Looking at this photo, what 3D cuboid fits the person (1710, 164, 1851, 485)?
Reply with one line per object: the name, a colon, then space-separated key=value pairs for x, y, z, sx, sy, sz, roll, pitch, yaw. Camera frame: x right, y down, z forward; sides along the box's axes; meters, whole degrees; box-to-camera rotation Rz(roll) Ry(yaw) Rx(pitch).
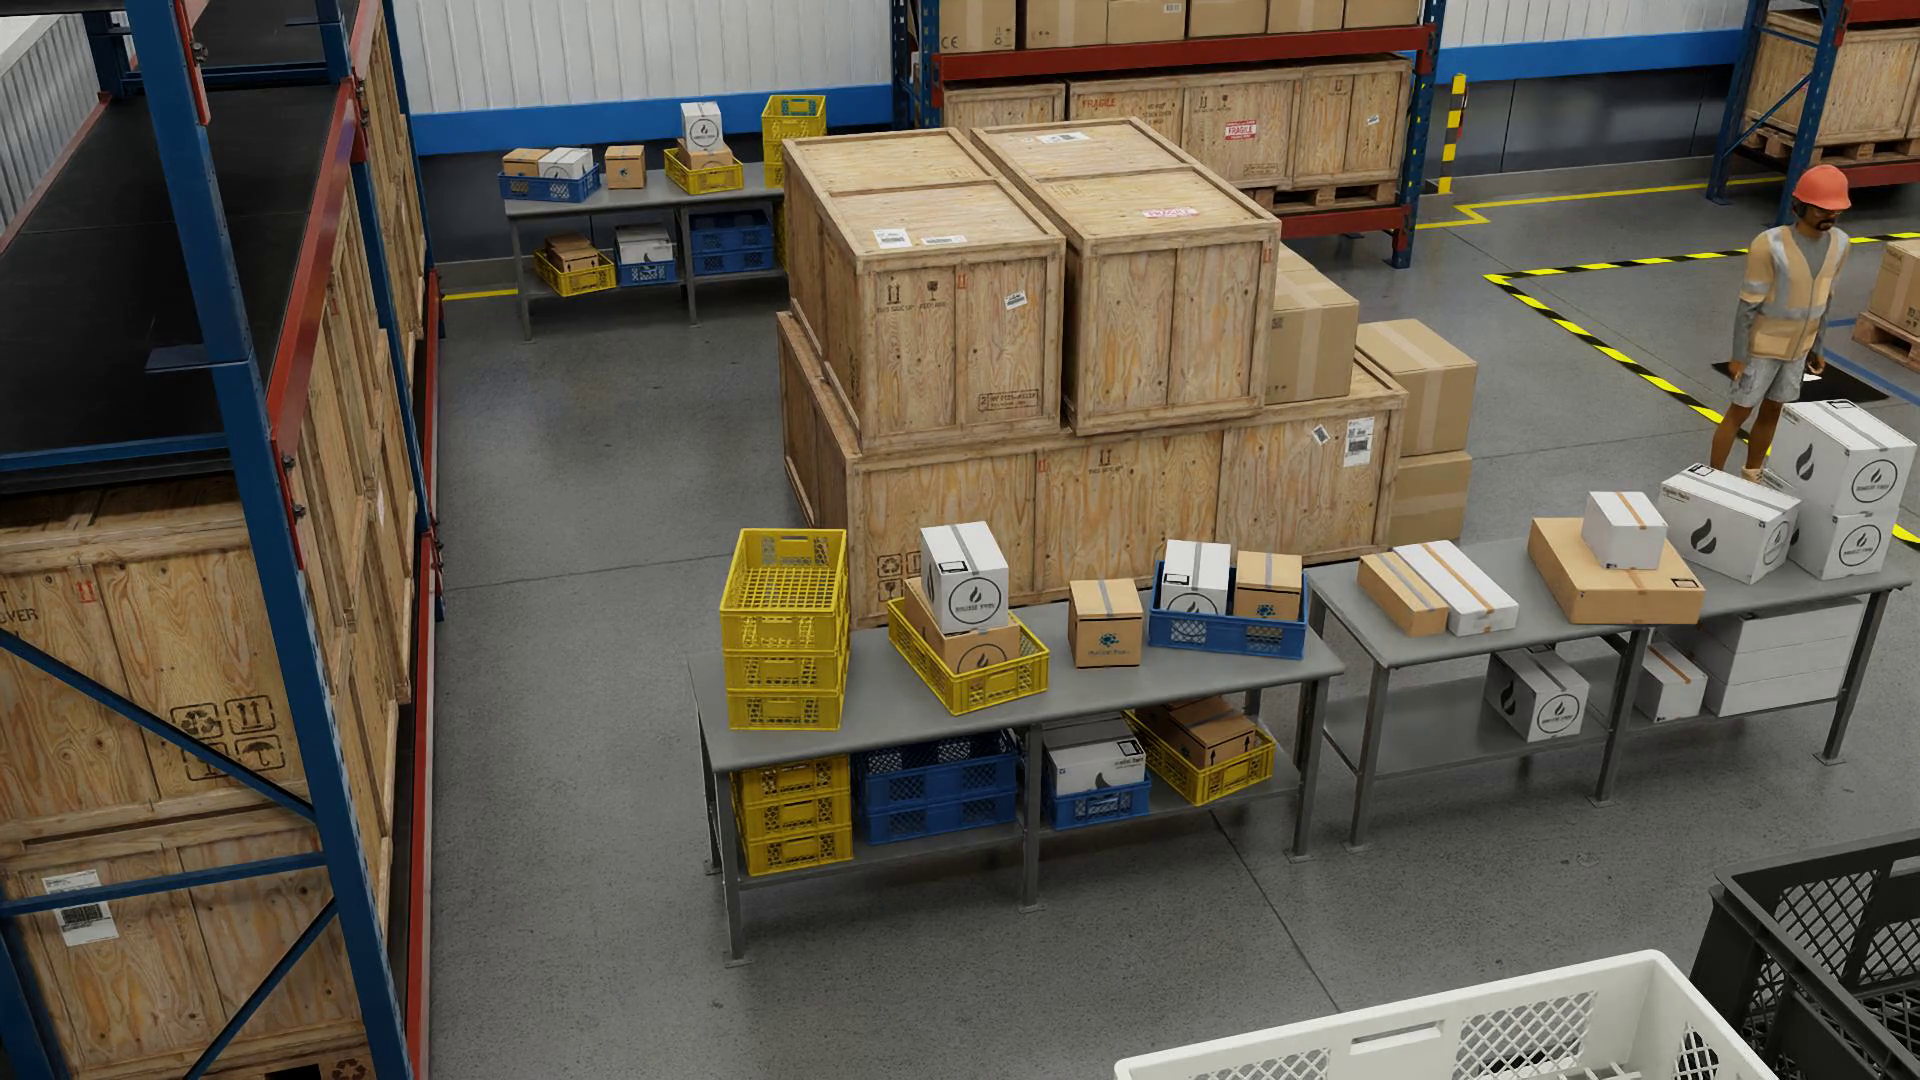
person: x=4.558 y=-1.077 z=9.233 sx=0.605 sy=2.045 sz=0.376 roll=-7 pitch=30 yaw=-13
